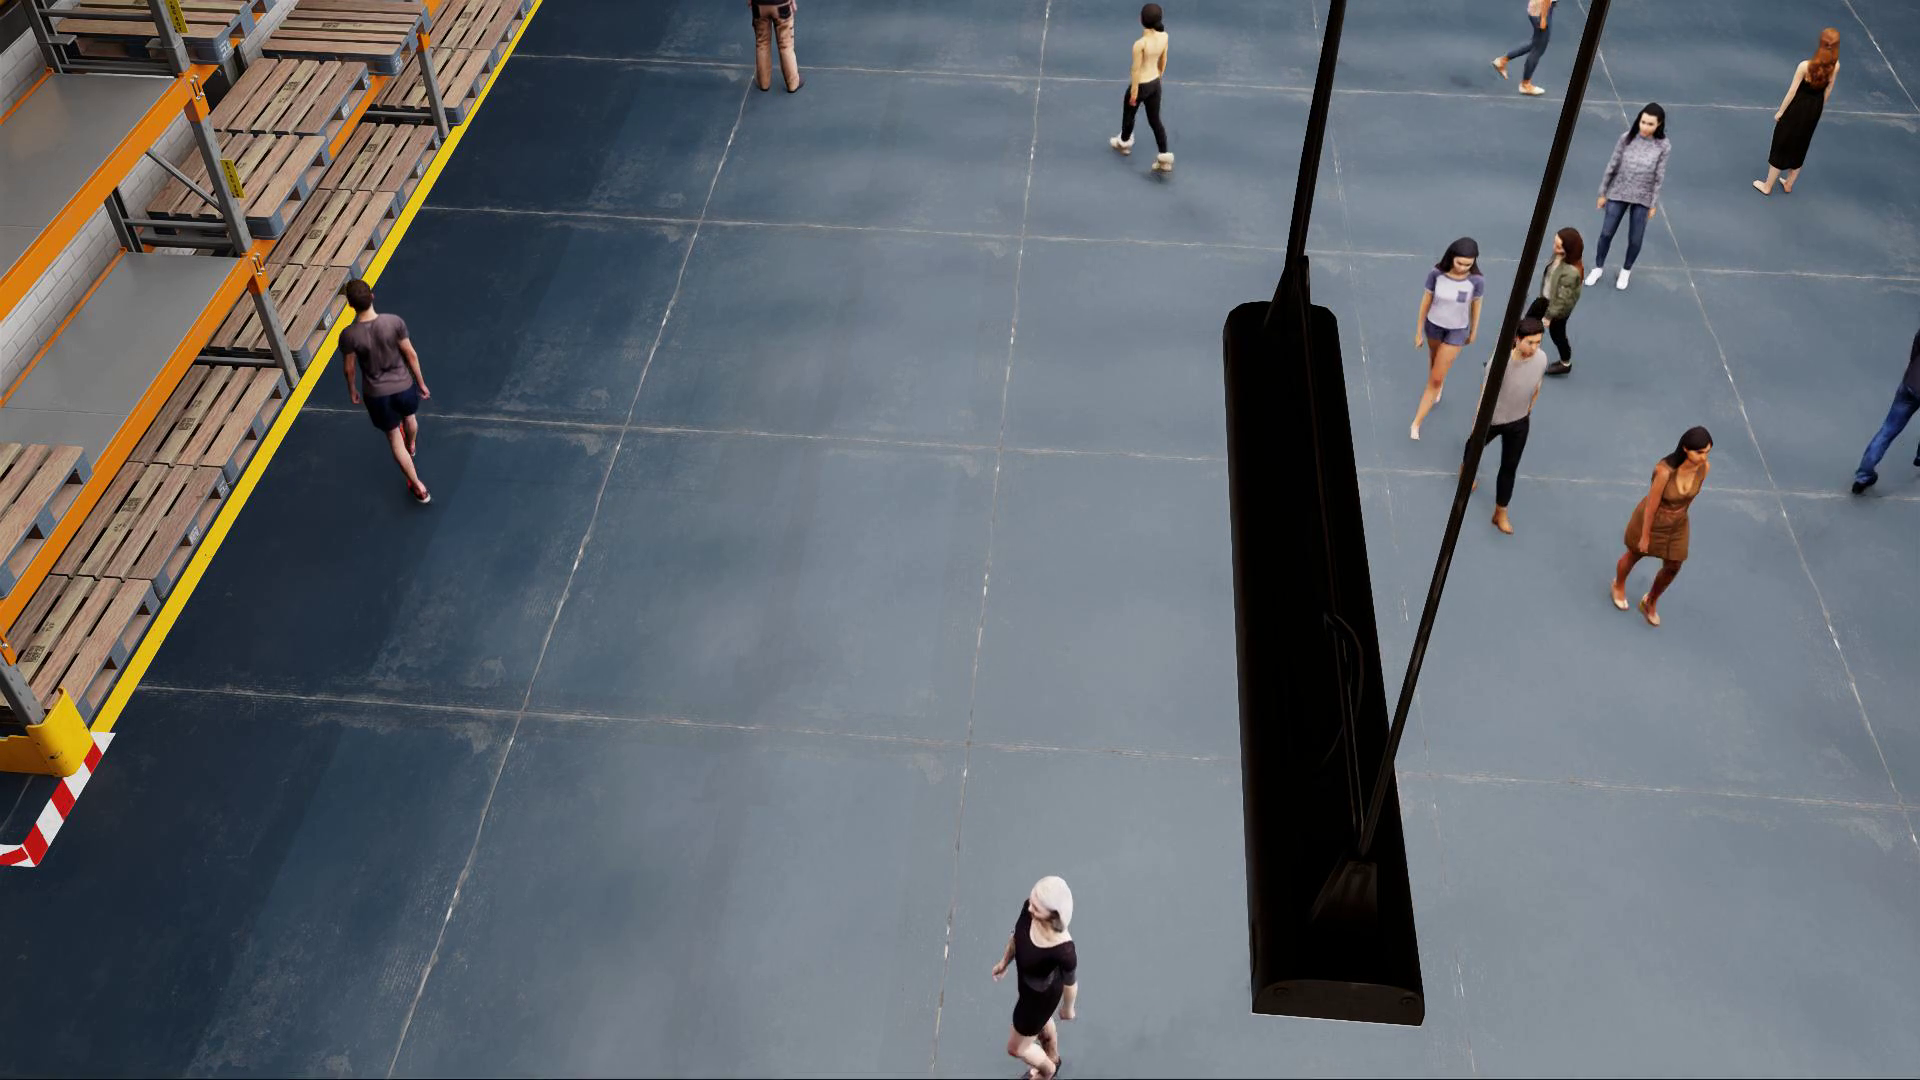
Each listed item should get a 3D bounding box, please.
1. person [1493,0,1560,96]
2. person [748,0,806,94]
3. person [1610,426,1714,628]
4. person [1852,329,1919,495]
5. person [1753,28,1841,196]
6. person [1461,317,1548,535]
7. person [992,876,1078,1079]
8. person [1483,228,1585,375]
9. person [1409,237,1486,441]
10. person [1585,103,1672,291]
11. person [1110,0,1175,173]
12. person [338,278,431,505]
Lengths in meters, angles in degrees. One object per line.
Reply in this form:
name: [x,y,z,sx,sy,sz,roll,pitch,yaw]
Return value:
person: [5.717,-5.284,16.595,0.758,1.779,0.799,13,45,13]
person: [-1.898,-5.377,16.647,0.707,1.841,0.619,8,44,9]
person: [4.699,-0.160,11.293,0.655,1.672,0.724,-7,44,-8]
person: [6.998,-1.073,12.131,1.183,1.840,1.189,-25,49,-24]
person: [7.736,-3.923,15.277,0.608,1.626,0.609,-4,44,-4]
person: [3.931,-0.949,12.116,0.736,1.680,1.155,-2,44,-3]
person: [0.489,2.288,8.618,0.762,1.817,0.674,-16,46,-16]
person: [4.802,-1.859,13.251,0.817,1.432,0.973,-3,44,-4]
person: [3.770,-1.673,12.879,0.894,1.676,1.195,18,46,18]
person: [5.727,-2.939,14.169,0.715,1.730,0.679,21,47,20]
person: [1.792,-4.195,15.562,1.031,1.627,1.176,-23,48,-22]
person: [-4.139,-1.038,12.108,1.069,1.819,1.186,-23,48,-23]
